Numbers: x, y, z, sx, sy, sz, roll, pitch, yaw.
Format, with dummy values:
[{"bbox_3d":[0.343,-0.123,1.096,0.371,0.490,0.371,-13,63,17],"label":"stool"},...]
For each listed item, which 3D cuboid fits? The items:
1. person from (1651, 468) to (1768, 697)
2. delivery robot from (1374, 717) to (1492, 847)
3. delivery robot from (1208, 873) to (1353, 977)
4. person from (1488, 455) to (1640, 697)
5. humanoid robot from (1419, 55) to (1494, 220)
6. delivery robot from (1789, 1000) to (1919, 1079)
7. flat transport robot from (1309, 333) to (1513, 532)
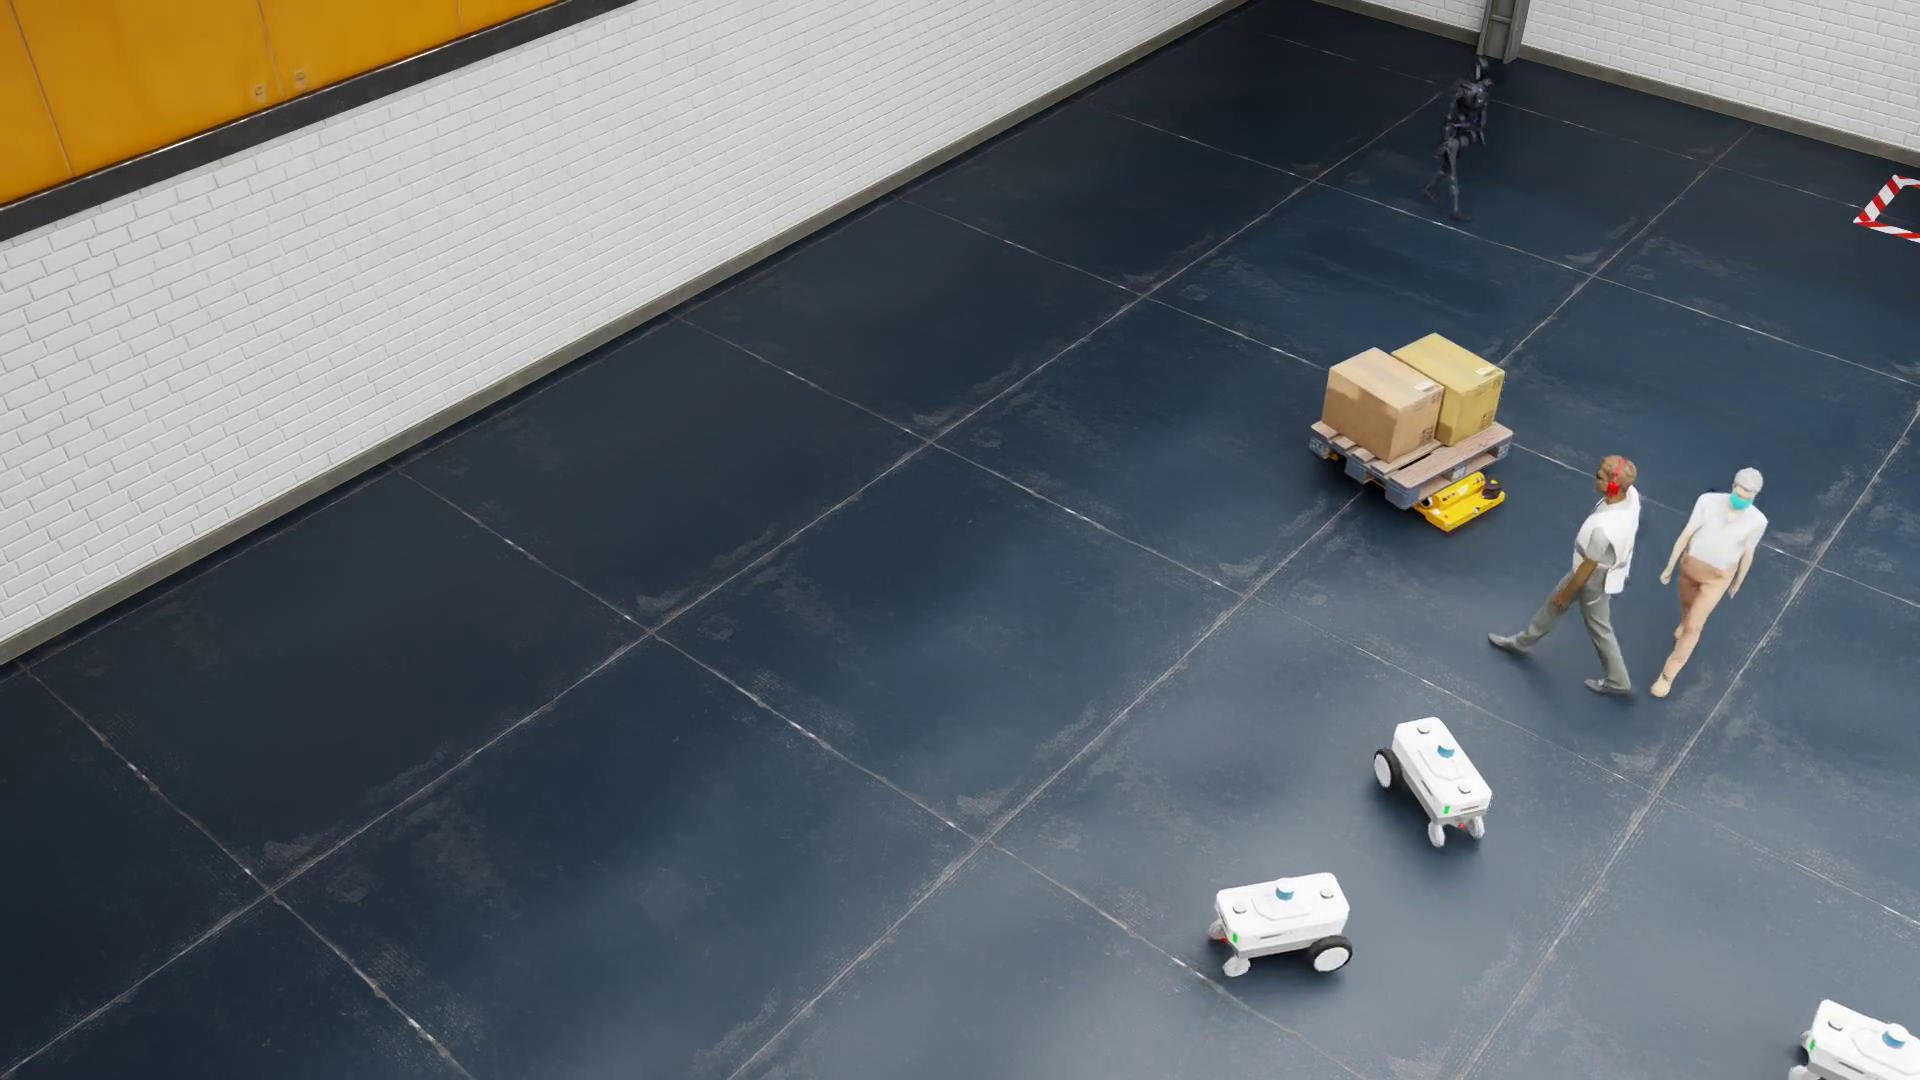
[{"bbox_3d":[4.934,0.161,10.941,0.475,1.708,0.878,27,46,30],"label":"person"},{"bbox_3d":[2.942,1.447,10.274,0.499,0.610,0.788,-10,40,-12],"label":"delivery robot"},{"bbox_3d":[1.820,2.143,9.403,0.802,0.600,0.499,-7,39,-9],"label":"delivery robot"},{"bbox_3d":[4.106,0.217,10.800,0.985,1.796,0.570,19,43,22],"label":"person"},{"bbox_3d":[4.833,-3.933,16.091,0.594,1.619,0.799,-22,44,-25],"label":"humanoid robot"},{"bbox_3d":[4.785,2.731,8.649,0.750,0.570,0.499,23,44,26],"label":"delivery robot"},{"bbox_3d":[3.494,-0.597,13.027,0.659,0.231,1.431,-25,45,-27],"label":"flat transport robot"}]
